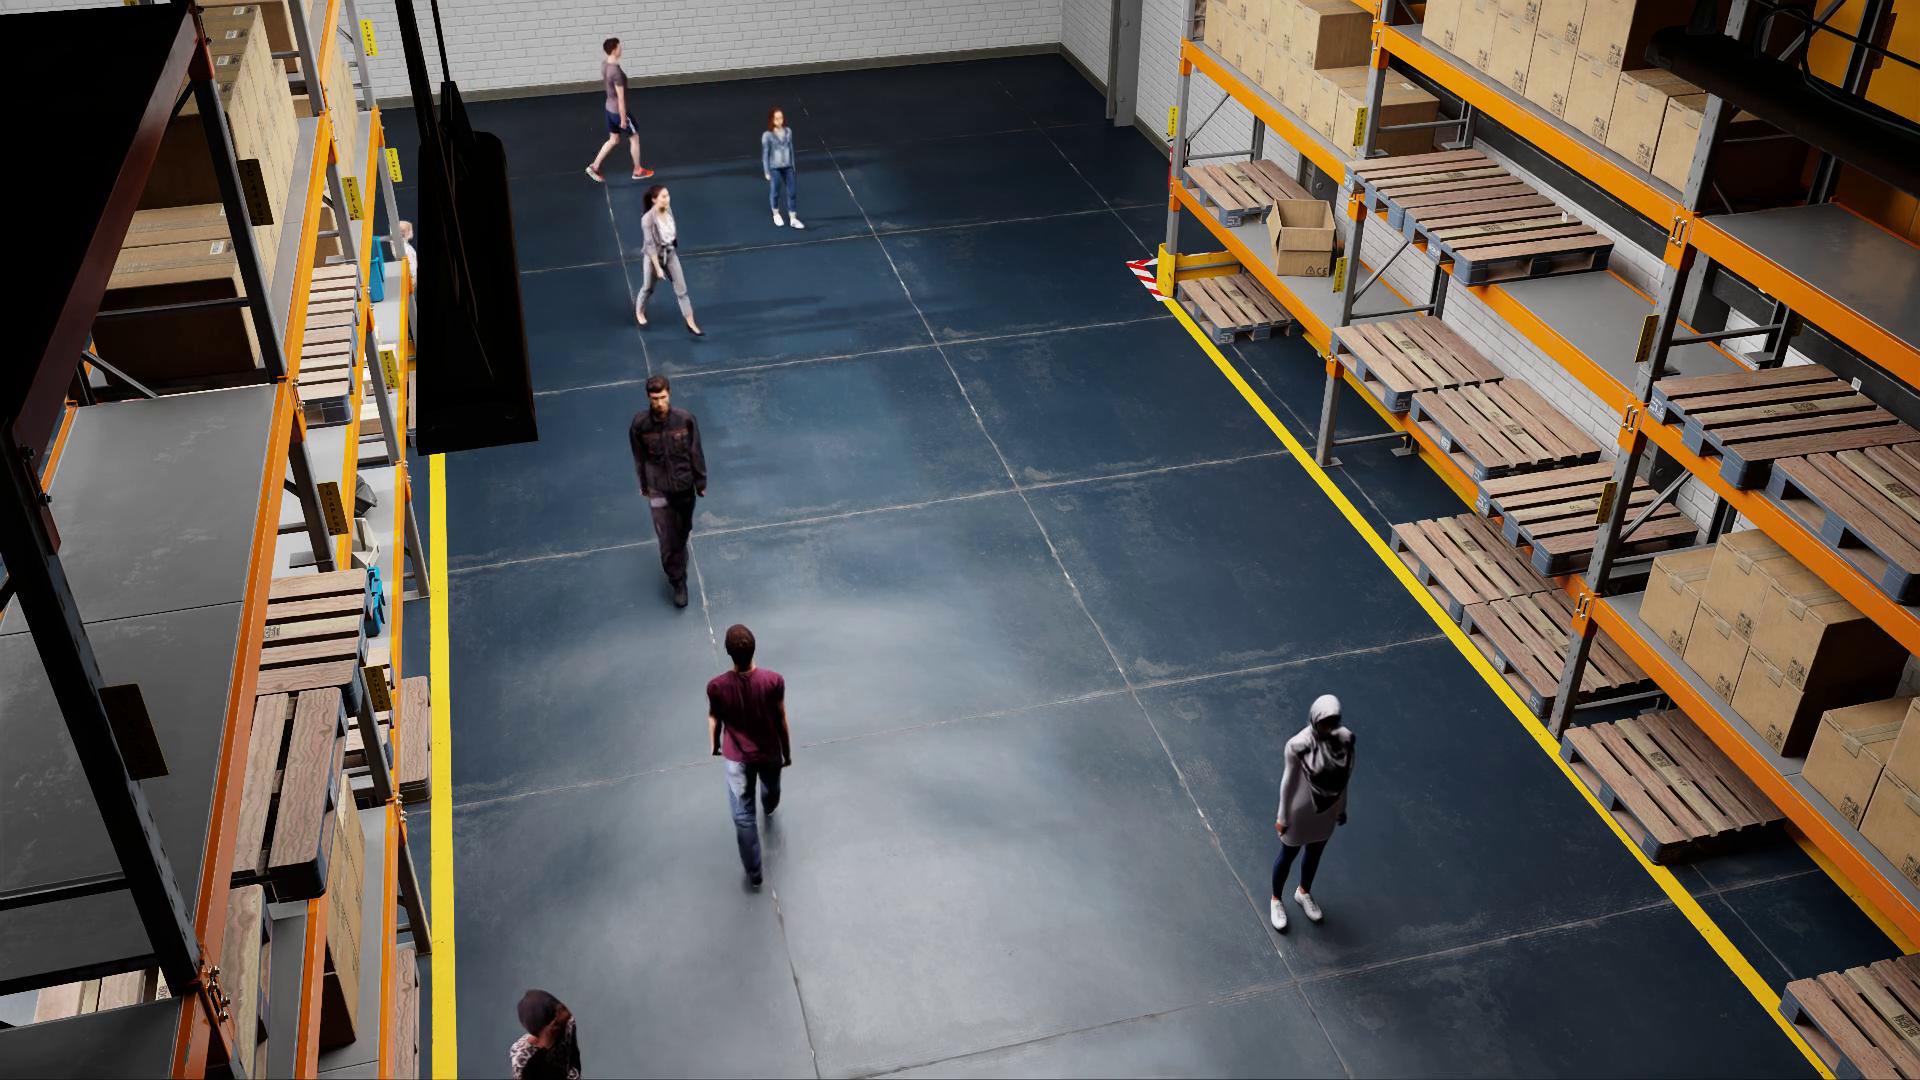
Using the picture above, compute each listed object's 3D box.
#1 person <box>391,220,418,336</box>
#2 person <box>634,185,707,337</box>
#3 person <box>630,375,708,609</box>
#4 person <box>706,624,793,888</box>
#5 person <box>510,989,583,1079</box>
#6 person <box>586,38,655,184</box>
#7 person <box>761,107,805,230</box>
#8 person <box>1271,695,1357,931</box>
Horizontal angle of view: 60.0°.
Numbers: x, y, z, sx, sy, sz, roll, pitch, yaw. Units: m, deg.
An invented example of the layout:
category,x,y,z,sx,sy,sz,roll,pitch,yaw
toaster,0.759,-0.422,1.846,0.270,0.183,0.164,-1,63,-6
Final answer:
category,x,y,z,sx,sy,sz,roll,pitch,yaw
person,-5.801,-2.696,17.359,0.632,1.264,0.539,-18,38,-25
person,-3.189,-2.891,17.322,1.175,1.629,1.070,20,39,28
person,-2.343,-0.505,13.487,0.725,1.901,1.189,-9,35,-13
person,-1.337,1.419,10.686,0.712,1.798,1.167,-6,34,-9
person,-2.065,2.907,8.528,0.745,1.710,0.690,20,39,27
person,-4.365,-5.332,20.821,0.981,1.822,1.152,-22,39,-29
person,-2.182,-4.458,19.833,0.729,1.461,0.851,-19,38,-26
person,2.178,1.671,10.327,0.606,1.776,0.518,-8,34,-12
